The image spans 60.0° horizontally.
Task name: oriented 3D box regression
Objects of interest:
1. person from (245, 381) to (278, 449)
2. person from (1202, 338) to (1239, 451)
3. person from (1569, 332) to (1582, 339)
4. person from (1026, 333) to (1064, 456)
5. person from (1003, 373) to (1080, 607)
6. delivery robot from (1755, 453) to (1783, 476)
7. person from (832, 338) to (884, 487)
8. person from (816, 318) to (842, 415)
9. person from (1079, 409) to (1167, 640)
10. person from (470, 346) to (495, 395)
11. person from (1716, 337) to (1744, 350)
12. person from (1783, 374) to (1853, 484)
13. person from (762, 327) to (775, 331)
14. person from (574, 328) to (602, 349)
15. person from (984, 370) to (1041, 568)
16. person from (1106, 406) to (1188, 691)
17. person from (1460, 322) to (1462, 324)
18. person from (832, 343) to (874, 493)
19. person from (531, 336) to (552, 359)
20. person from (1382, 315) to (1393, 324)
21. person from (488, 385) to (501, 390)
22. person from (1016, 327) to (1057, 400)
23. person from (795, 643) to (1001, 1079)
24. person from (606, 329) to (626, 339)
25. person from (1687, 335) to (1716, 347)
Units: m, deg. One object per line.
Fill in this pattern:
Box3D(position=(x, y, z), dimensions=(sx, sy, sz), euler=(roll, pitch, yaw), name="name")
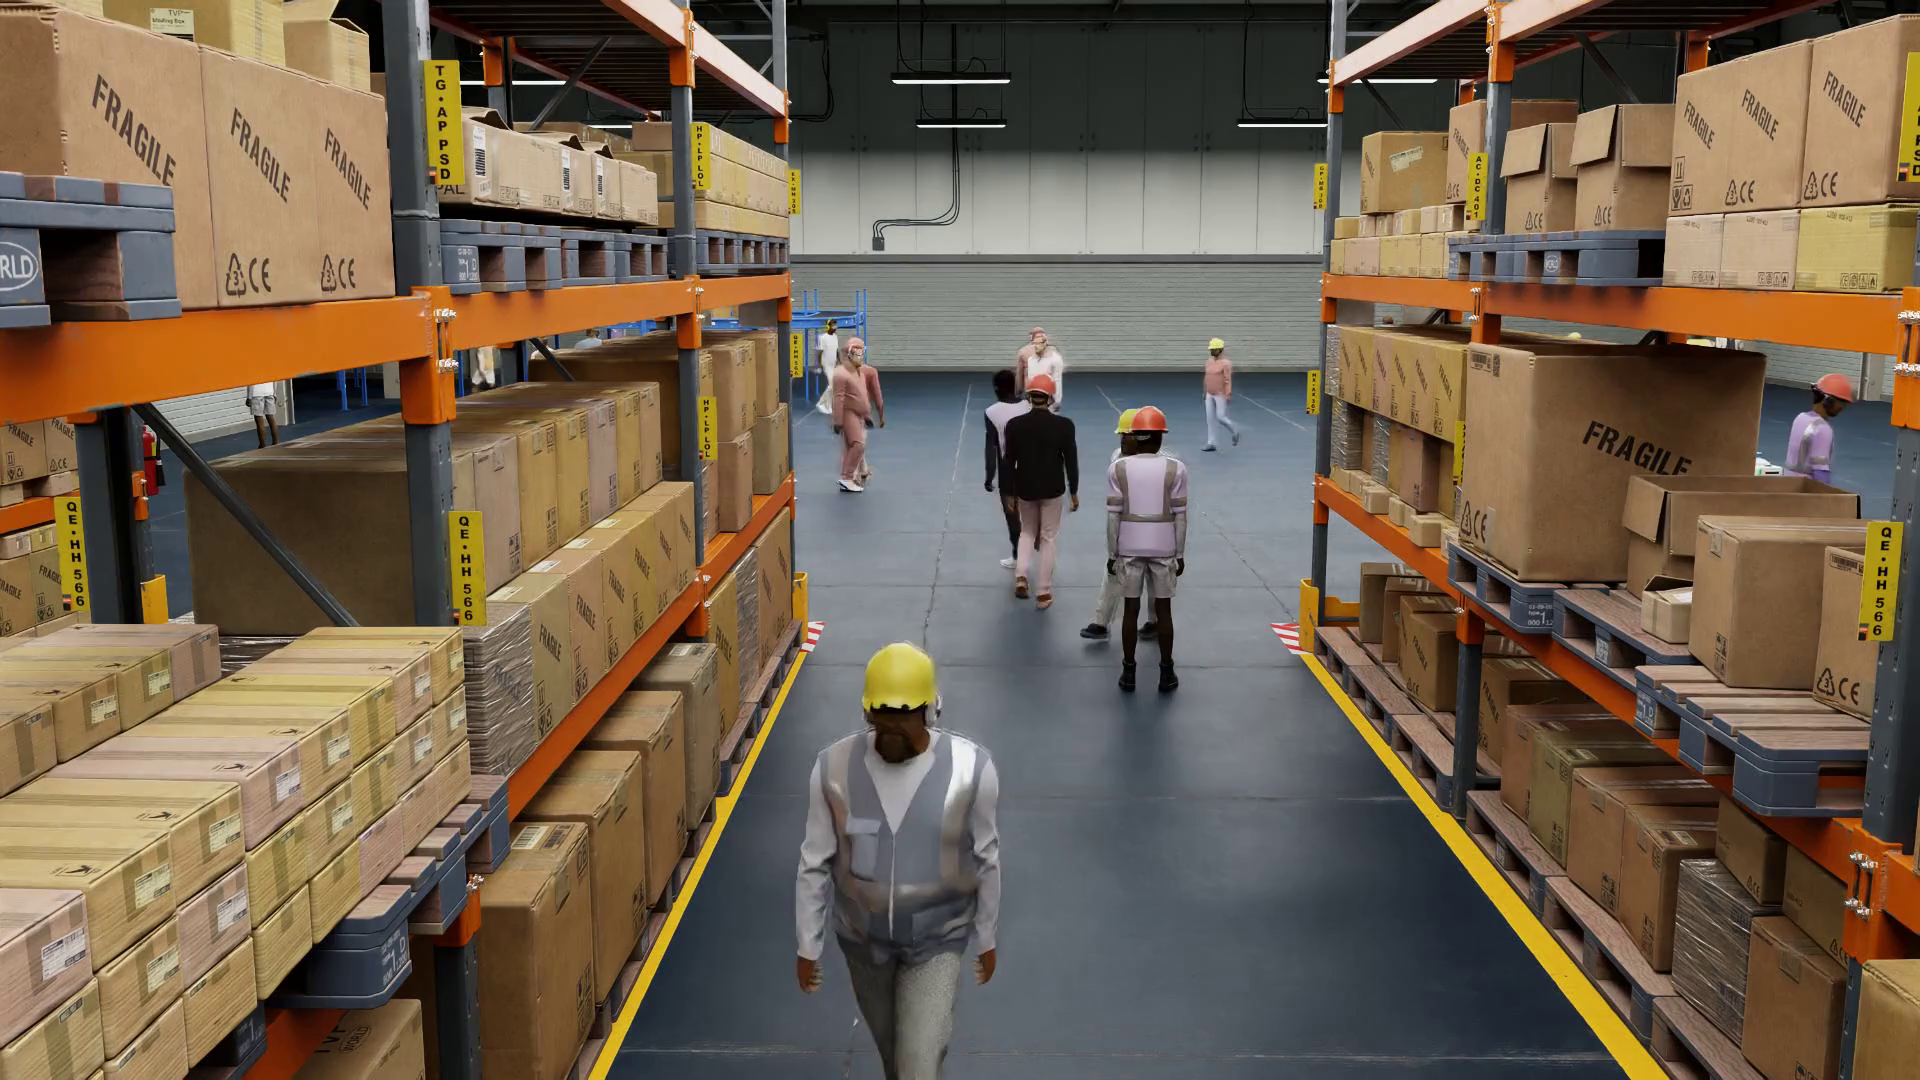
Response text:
Box3D(position=(-10.420, -2.188, 24.757), dimensions=(0.362, 1.935, 0.553), euler=(4, 10, 24), name="person")
Box3D(position=(4.021, -2.258, 25.747), dimensions=(0.550, 1.750, 0.530), euler=(-7, 12, -36), name="person")
Box3D(position=(10.333, -2.629, 28.023), dimensions=(0.507, 1.726, 0.464), euler=(-7, 12, -36), name="person")
Box3D(position=(1.244, -2.051, 24.072), dimensions=(0.648, 1.891, 0.679), euler=(8, 12, 39), name="person")
Box3D(position=(0.700, -0.423, 14.062), dimensions=(0.621, 1.978, 0.430), euler=(3, 10, 18), name="person")
Box3D(position=(9.904, -0.848, 20.712), dimensions=(0.477, 0.478, 0.707), euler=(-1, 10, -7), name="delivery robot")
Box3D(position=(-1.314, -1.659, 21.645), dimensions=(0.650, 1.925, 1.085), euler=(3, 10, 18), name="person")
Box3D(position=(-2.469, -3.312, 31.766), dimensions=(0.411, 1.850, 0.545), euler=(4, 10, 25), name="person")
Box3D(position=(1.300, -0.099, 12.677), dimensions=(0.587, 1.788, 0.856), euler=(9, 13, 43), name="person")
Box3D(position=(-9.060, -3.253, 31.272), dimensions=(0.962, 1.888, 0.574), euler=(1, 10, 9), name="person")
Box3D(position=(14.898, -3.390, 32.242), dimensions=(0.514, 1.842, 0.324), euler=(3, 10, 16), name="person")
Box3D(position=(6.826, -0.342, 13.474), dimensions=(0.591, 2.014, 0.749), euler=(1, 10, 8), name="person")
Box3D(position=(-3.216, -2.601, 27.386), dimensions=(0.773, 1.879, 0.685), euler=(4, 10, 22), name="person")
Box3D(position=(-5.938, -2.565, 27.034), dimensions=(0.627, 1.933, 0.371), euler=(0, 9, 3), name="person")
Box3D(position=(0.535, -0.665, 15.798), dimensions=(0.651, 1.890, 0.457), euler=(-6, 11, -31), name="person")
Box3D(position=(1.269, 0.059, 11.319), dimensions=(0.545, 1.933, 0.376), euler=(2, 10, 10), name="person")
Box3D(position=(10.958, -4.101, 36.748), dimensions=(0.524, 1.764, 0.329), euler=(-1, 10, -9), name="person")
Box3D(position=(-1.338, -1.534, 21.016), dimensions=(0.513, 1.888, 0.649), euler=(3, 10, 17), name="person")
Box3D(position=(-5.998, -2.069, 24.047), dimensions=(0.635, 1.936, 0.354), euler=(8, 13, 41), name="person")
Box3D(position=(8.625, -3.617, 33.612), dimensions=(0.634, 1.839, 0.429), euler=(-4, 10, -25), name="person")
Box3D(position=(-4.545, -0.690, 16.520), dimensions=(0.374, 1.682, 0.555), euler=(4, 10, 21), name="person")
Box3D(position=(1.232, -2.412, 26.239), dimensions=(0.687, 1.883, 0.649), euler=(1, 10, 9), name="person")
Box3D(position=(-0.189, 1.173, 5.095), dimensions=(0.610, 1.786, 0.941), euler=(2, 10, 9), name="person")
Box3D(position=(-8.798, -5.145, 42.492), dimensions=(0.359, 1.930, 0.587), euler=(9, 13, 43), name="person")
Box3D(position=(12.803, -2.836, 28.957), dimensions=(0.652, 1.829, 0.521), euler=(4, 10, 23), name="person")
